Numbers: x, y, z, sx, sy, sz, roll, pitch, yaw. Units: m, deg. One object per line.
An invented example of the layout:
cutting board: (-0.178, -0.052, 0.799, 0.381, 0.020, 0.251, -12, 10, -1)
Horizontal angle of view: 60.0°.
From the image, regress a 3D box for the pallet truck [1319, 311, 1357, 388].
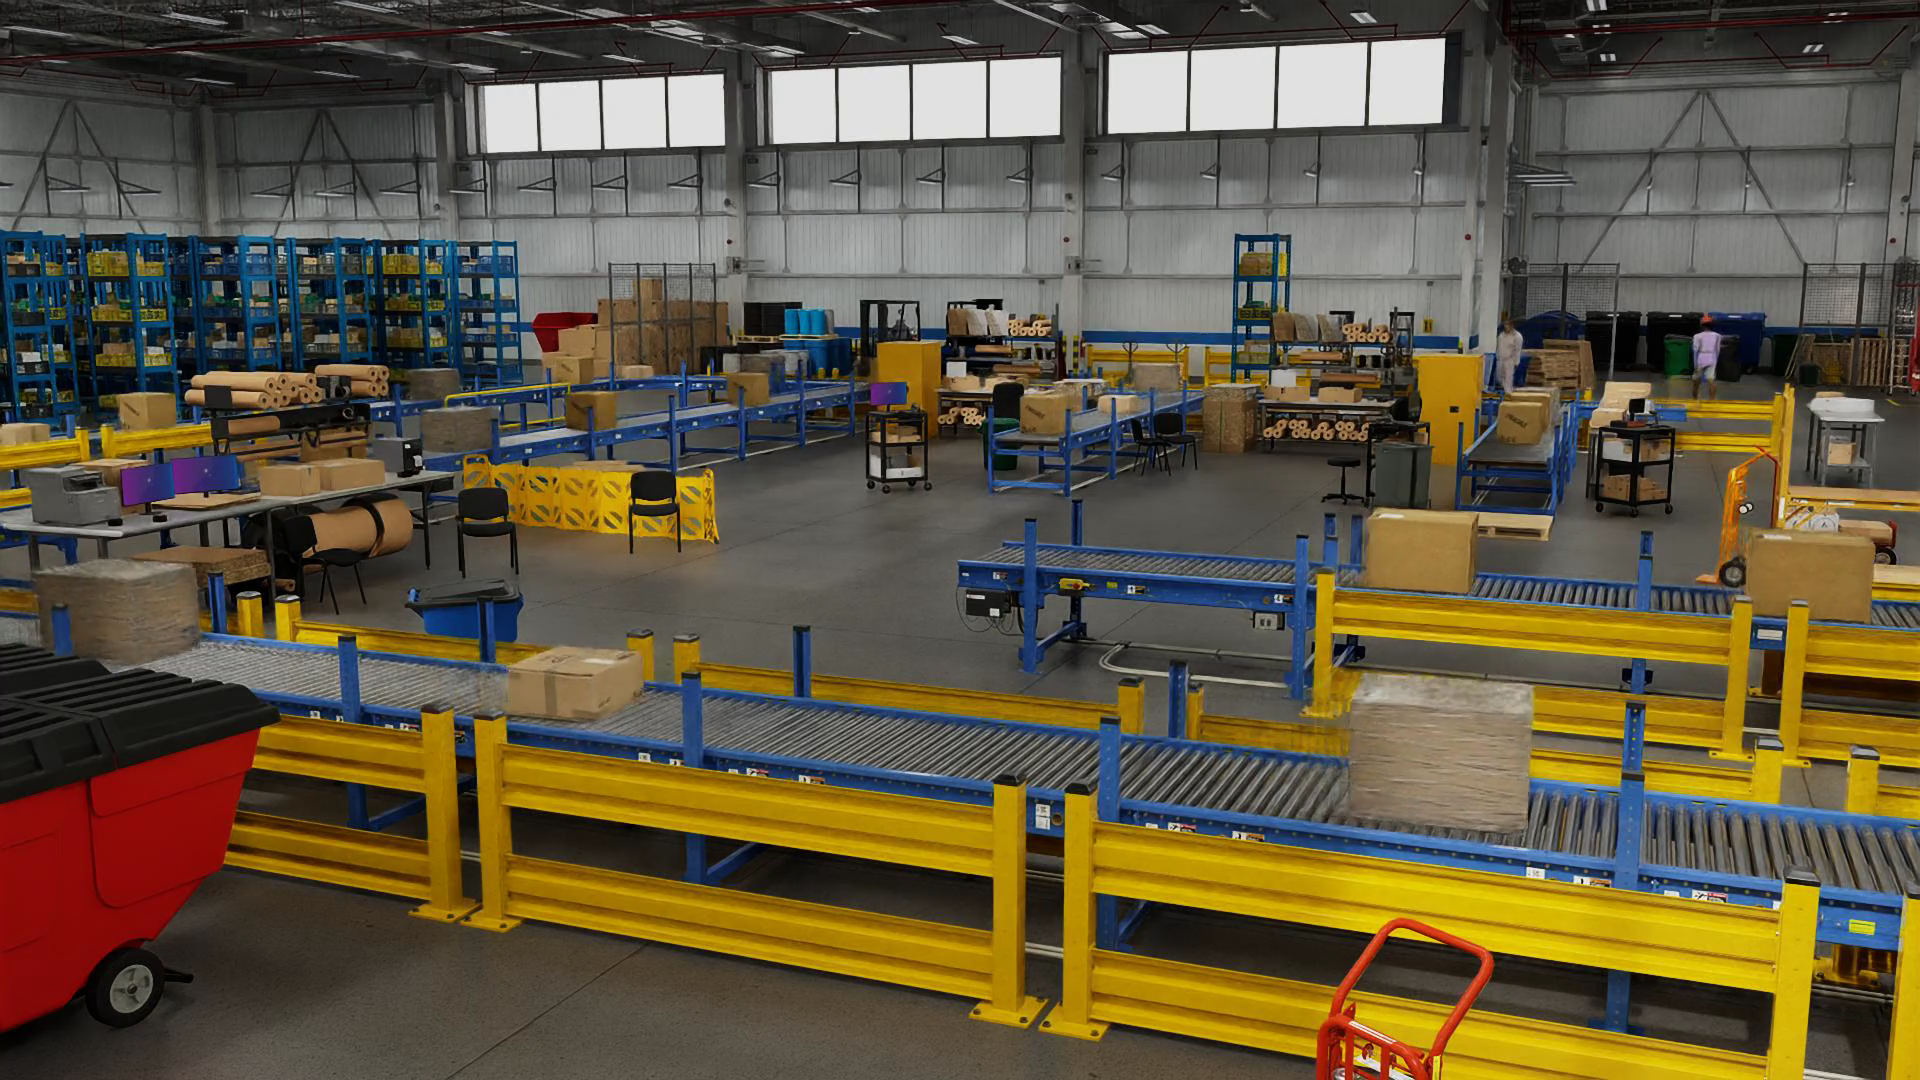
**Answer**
pallet truck: (9.071, -4.419, 39.190, 0.823, 1.965, 1.885, 5, 10, 26)

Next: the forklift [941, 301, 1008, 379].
forklift: (0.365, -4.966, 41.571, 1.157, 1.987, 2.680, 3, 10, 20)

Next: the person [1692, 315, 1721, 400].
person: (15.698, -3.720, 35.009, 0.609, 1.996, 1.069, 1, 9, 4)

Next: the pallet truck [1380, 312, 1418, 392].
pallet truck: (10.207, -4.283, 38.369, 0.823, 1.965, 1.885, 3, 10, 20)

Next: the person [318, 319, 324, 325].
person: (-16.543, -5.012, 43.379, 0.580, 1.807, 0.945, 2, 10, 12)

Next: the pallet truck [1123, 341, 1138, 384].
pallet truck: (4.445, -4.380, 41.279, 0.680, 1.201, 1.601, 4, 10, 22)

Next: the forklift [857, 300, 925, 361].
forklift: (-1.732, -5.109, 42.468, 1.157, 1.987, 2.680, 4, 10, 22)

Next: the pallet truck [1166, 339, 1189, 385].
pallet truck: (5.418, -4.269, 40.420, 0.704, 1.261, 1.522, 3, 10, 20)

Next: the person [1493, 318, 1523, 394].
person: (11.954, -3.901, 36.356, 0.425, 1.891, 0.671, -6, 11, -31)

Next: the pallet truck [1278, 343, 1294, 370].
pallet truck: (7.886, -4.163, 39.743, 0.653, 1.274, 1.630, 4, 10, 22)
